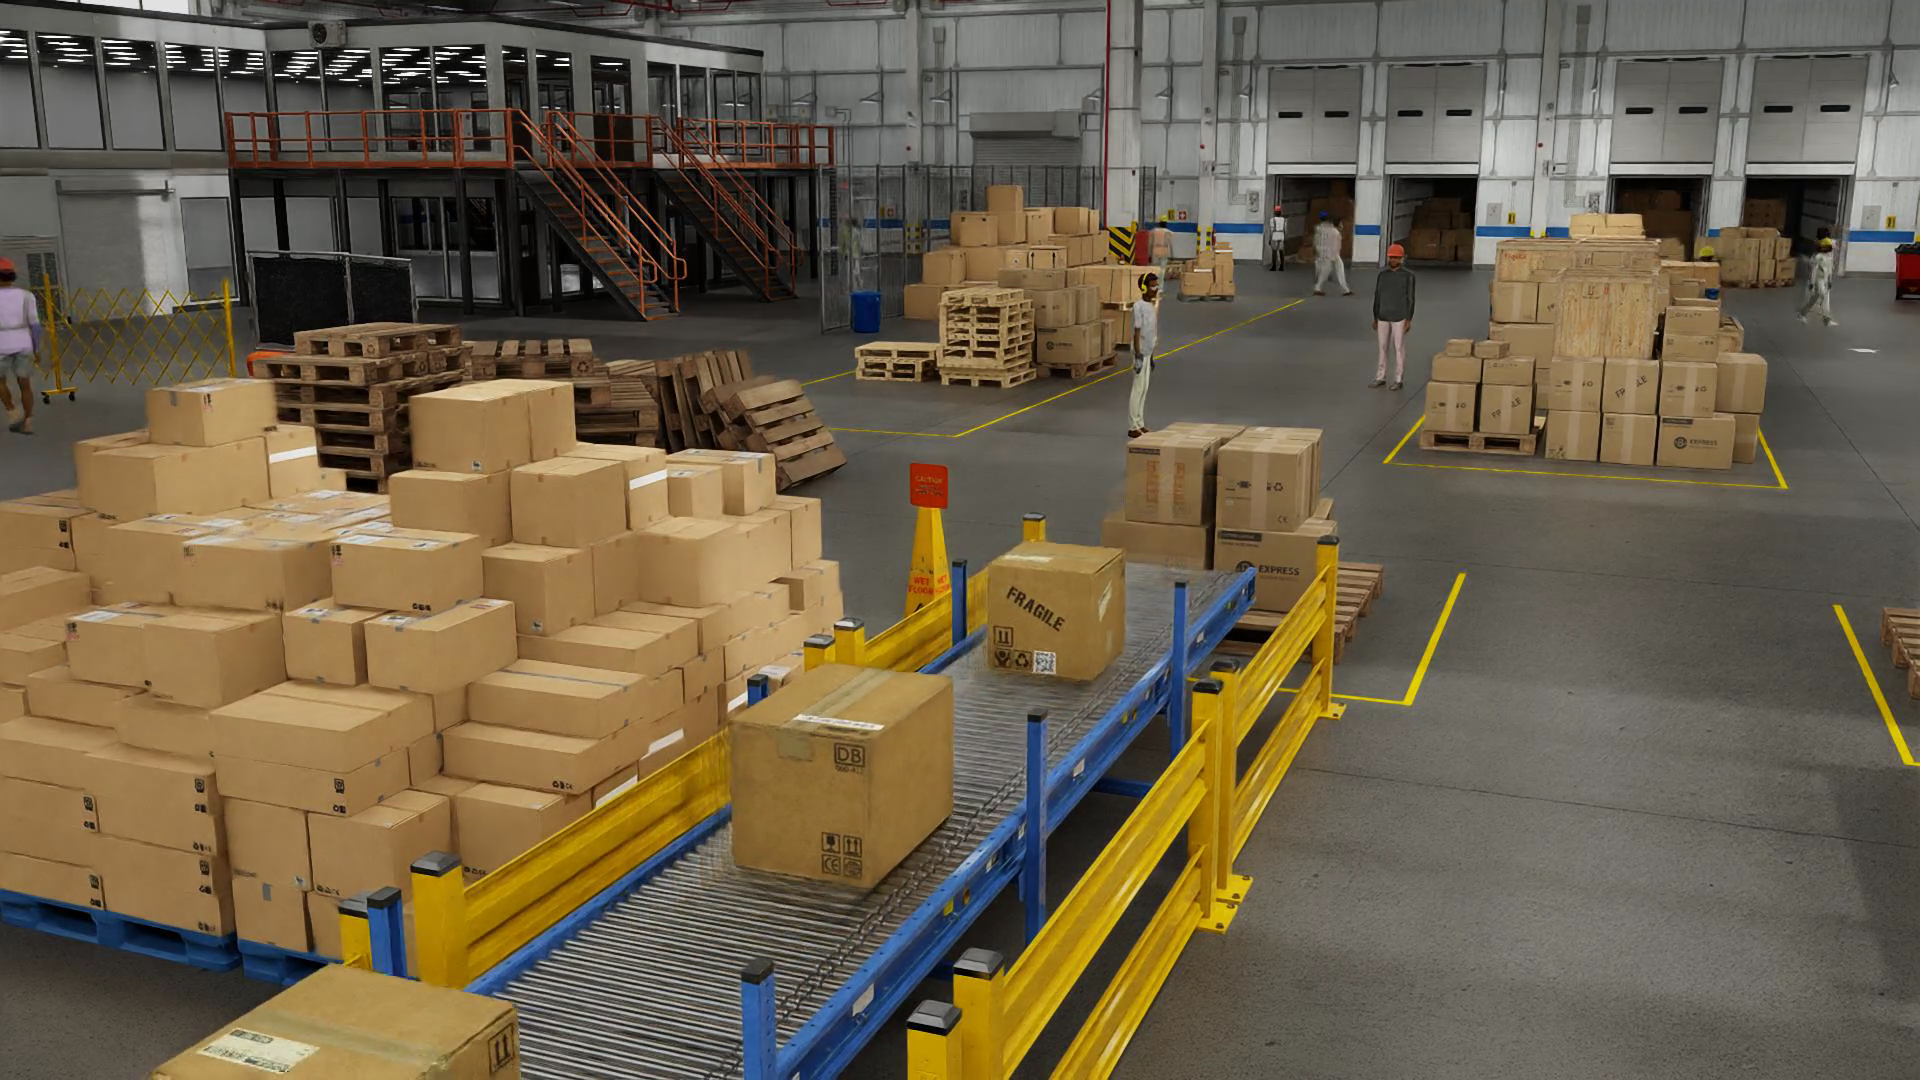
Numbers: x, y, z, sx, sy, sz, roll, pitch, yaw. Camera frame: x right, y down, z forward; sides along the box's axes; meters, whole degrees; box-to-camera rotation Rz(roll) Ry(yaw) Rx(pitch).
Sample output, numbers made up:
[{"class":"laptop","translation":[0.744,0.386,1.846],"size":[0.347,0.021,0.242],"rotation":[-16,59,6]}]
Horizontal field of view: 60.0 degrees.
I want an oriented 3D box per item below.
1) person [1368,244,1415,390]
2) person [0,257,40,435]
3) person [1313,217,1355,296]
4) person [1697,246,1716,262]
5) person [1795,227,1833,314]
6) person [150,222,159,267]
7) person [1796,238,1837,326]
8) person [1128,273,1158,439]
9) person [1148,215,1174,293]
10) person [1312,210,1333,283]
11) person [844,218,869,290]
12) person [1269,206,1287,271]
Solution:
[{"class":"person","translation":[5.963,-3.070,22.959],"size":[0.382,1.993,0.622],"rotation":[-11,17,-41]},{"class":"person","translation":[-10.854,-2.210,19.036],"size":[0.634,2.021,0.523],"rotation":[-12,17,-43]},{"class":"person","translation":[8.955,-6.770,39.815],"size":[1.005,1.891,0.644],"rotation":[0,13,-1]},{"class":"person","translation":[12.571,-4.061,27.965],"size":[0.471,1.755,0.528],"rotation":[2,13,9]},{"class":"person","translation":[17.991,-5.660,34.992],"size":[0.791,1.814,0.631],"rotation":[6,14,25]},{"class":"person","translation":[-22.997,-8.457,47.306],"size":[0.401,1.904,0.646],"rotation":[-5,14,-23]},{"class":"person","translation":[16.852,-5.072,32.601],"size":[0.497,1.701,0.878],"rotation":[-8,15,-33]},{"class":"person","translation":[2.091,-2.080,18.802],"size":[0.333,1.872,0.515],"rotation":[6,14,23]},{"class":"person","translation":[4.967,-7.050,40.992],"size":[0.621,1.907,0.460],"rotation":[5,14,23]},{"class":"person","translation":[9.666,-7.792,44.266],"size":[0.625,1.936,0.526],"rotation":[-4,13,-19]},{"class":"person","translation":[-2.600,-7.268,42.258],"size":[0.870,1.793,0.741],"rotation":[-9,15,-34]},{"class":"person","translation":[9.492,-9.014,49.764],"size":[0.548,1.931,0.381],"rotation":[-3,13,-14]}]
